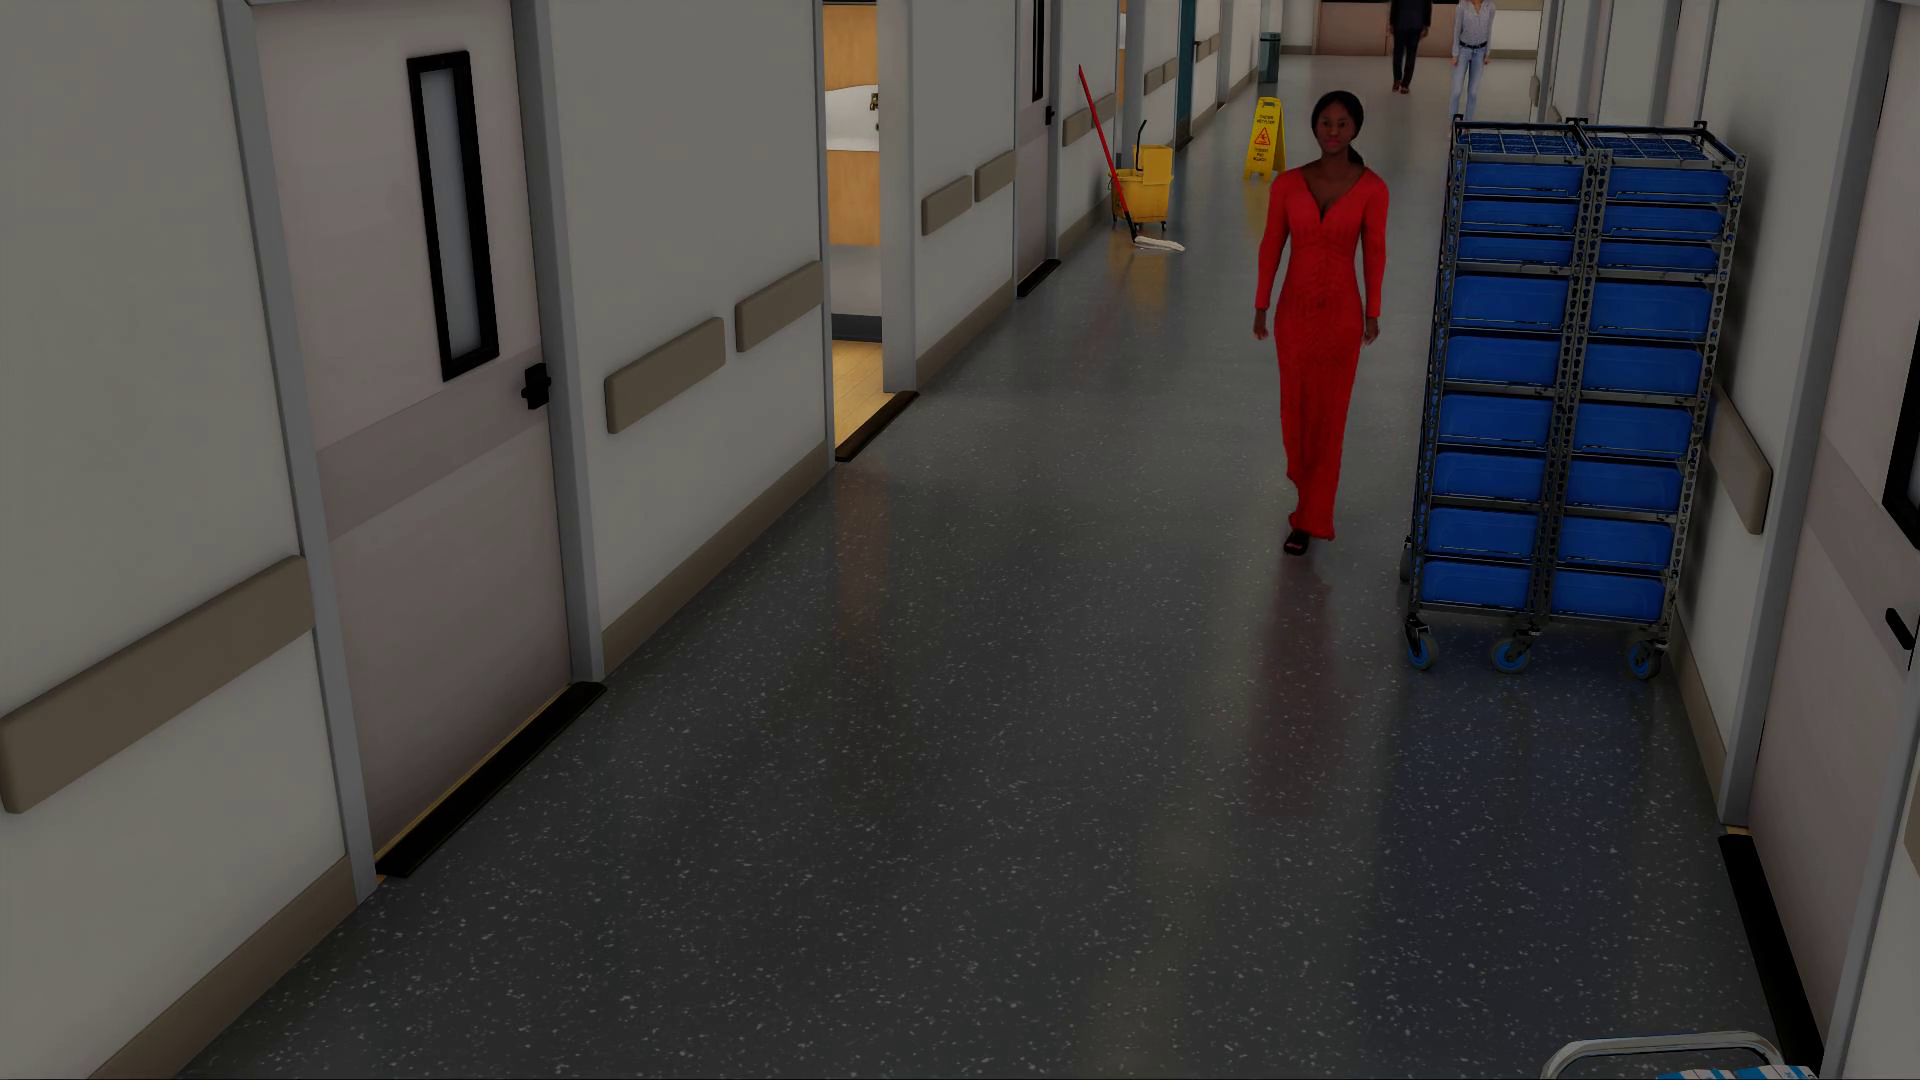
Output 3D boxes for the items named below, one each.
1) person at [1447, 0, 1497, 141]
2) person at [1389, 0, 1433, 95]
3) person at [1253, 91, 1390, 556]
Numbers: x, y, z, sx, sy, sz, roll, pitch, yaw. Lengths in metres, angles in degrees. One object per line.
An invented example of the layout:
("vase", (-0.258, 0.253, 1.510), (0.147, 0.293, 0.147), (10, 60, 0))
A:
("person", (5.637, -5.343, 18.387), (0.633, 1.796, 0.587), (1, 21, 2))
("person", (6.192, -7.074, 22.939), (0.710, 1.809, 0.618), (6, 22, 16))
("person", (1.442, -0.857, 6.623), (0.732, 1.740, 1.164), (8, 22, 21))
